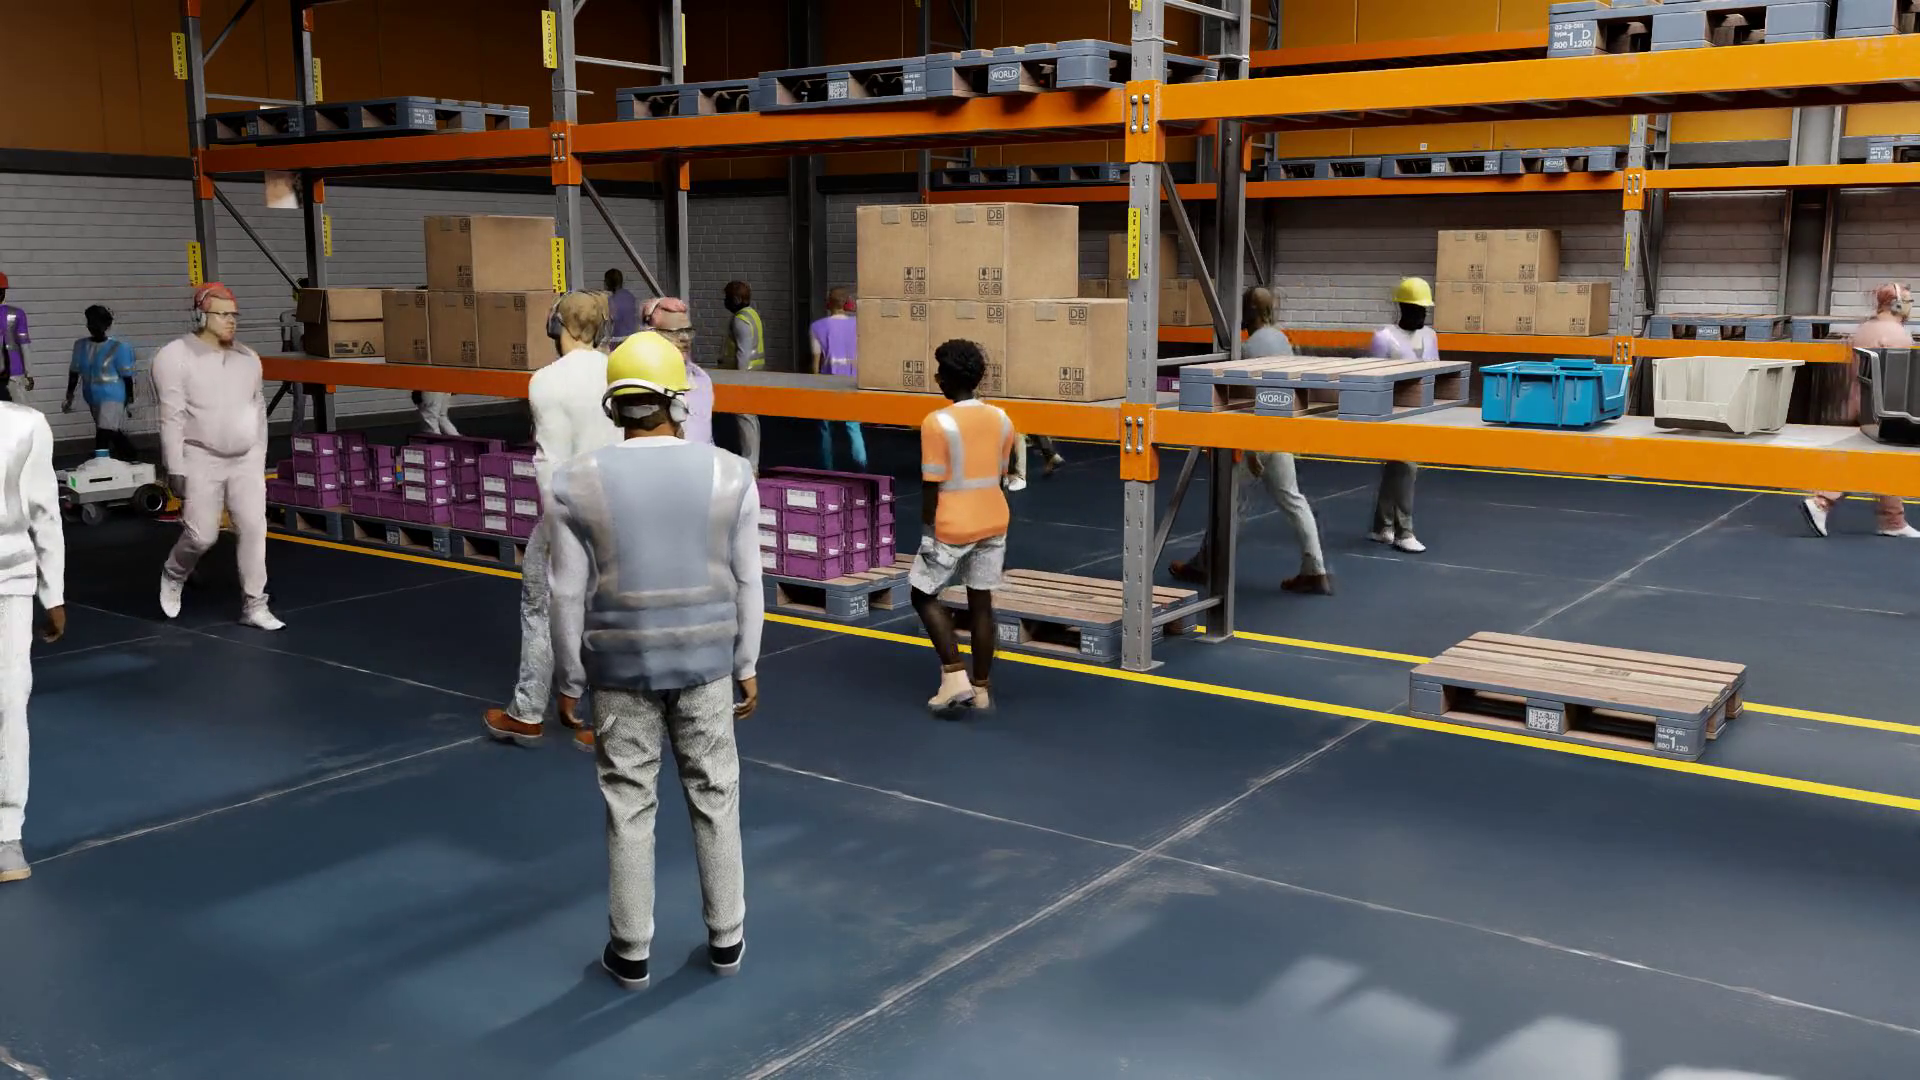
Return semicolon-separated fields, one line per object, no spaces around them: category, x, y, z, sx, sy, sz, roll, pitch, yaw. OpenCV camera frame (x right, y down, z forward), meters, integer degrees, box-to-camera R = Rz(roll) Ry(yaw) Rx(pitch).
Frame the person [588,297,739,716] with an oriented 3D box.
person;-1.381;-0.153;7.467;0.790;1.878;0.653;7;12;37

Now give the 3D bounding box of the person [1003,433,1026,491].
person;0.413;-1.362;14.704;0.339;1.860;0.497;-9;13;-44

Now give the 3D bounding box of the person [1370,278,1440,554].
person;3.167;-0.864;11.618;0.610;1.899;0.770;-7;12;-37

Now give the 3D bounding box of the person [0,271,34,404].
person;-9.243;-1.629;16.045;0.552;1.936;0.360;-3;10;-17

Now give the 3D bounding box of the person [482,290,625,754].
person;-1.643;-0.073;6.899;0.885;1.895;0.642;5;11;26

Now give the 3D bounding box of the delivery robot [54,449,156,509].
delivery robot;-6.657;-0.463;12.936;0.477;0.478;0.707;6;11;33

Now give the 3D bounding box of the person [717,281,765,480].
person;-2.001;-1.441;15.213;0.430;1.844;0.624;0;10;1

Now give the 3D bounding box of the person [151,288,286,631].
person;-4.095;-0.436;9.110;0.733;1.881;0.652;7;12;34

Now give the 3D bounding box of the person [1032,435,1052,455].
person;0.645;-1.744;17.441;0.499;1.686;0.918;-9;13;-44

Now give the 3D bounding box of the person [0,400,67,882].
person;-3.292;0.174;5.519;0.592;1.869;0.641;-7;12;-35

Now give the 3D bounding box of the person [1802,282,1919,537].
person;6.642;-0.930;12.076;0.866;1.883;0.645;2;10;10

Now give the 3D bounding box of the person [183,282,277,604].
person;-4.458;-0.584;9.941;0.879;1.908;0.554;8;12;38

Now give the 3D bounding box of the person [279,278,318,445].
person;-6.353;-1.612;16.200;0.315;1.856;0.510;8;13;41

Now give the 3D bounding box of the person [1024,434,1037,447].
person;0.474;-1.914;18.063;0.955;1.843;0.587;5;11;27

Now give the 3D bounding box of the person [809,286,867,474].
person;-1.050;-1.356;14.825;0.572;1.810;0.840;-3;10;-18

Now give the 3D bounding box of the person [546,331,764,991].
person;-0.842;0.341;4.637;0.591;1.829;0.404;-3;10;-18

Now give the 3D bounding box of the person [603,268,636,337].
person;-4.282;-2.435;20.868;0.422;1.931;0.669;2;10;11

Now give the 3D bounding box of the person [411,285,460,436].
person;-4.829;-1.446;15.344;0.528;1.810;0.658;1;10;9

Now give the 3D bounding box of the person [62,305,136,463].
person;-7.436;-1.214;14.430;0.532;1.643;0.919;3;10;17

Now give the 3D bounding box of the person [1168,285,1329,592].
person;1.833;-0.617;10.220;1.044;1.886;0.644;8;12;38

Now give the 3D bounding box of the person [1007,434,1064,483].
person;0.579;-1.418;15.106;0.619;1.834;0.533;5;11;28

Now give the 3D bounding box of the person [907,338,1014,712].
person;0.014;-0.046;7.384;0.540;1.689;0.363;-8;13;-40

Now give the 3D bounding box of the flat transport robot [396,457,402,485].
flat transport robot;-5.098;-0.607;14.916;0.652;0.197;1.431;7;12;38

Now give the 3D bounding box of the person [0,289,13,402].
person;-8.309;-1.345;14.051;0.679;2.000;0.536;3;10;15

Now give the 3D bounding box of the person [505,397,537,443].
person;-3.956;-1.530;15.506;0.627;1.921;1.023;0;10;-1

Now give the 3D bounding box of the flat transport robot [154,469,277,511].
flat transport robot;-6.104;-0.431;13.867;1.431;0.197;0.652;-9;13;-42
